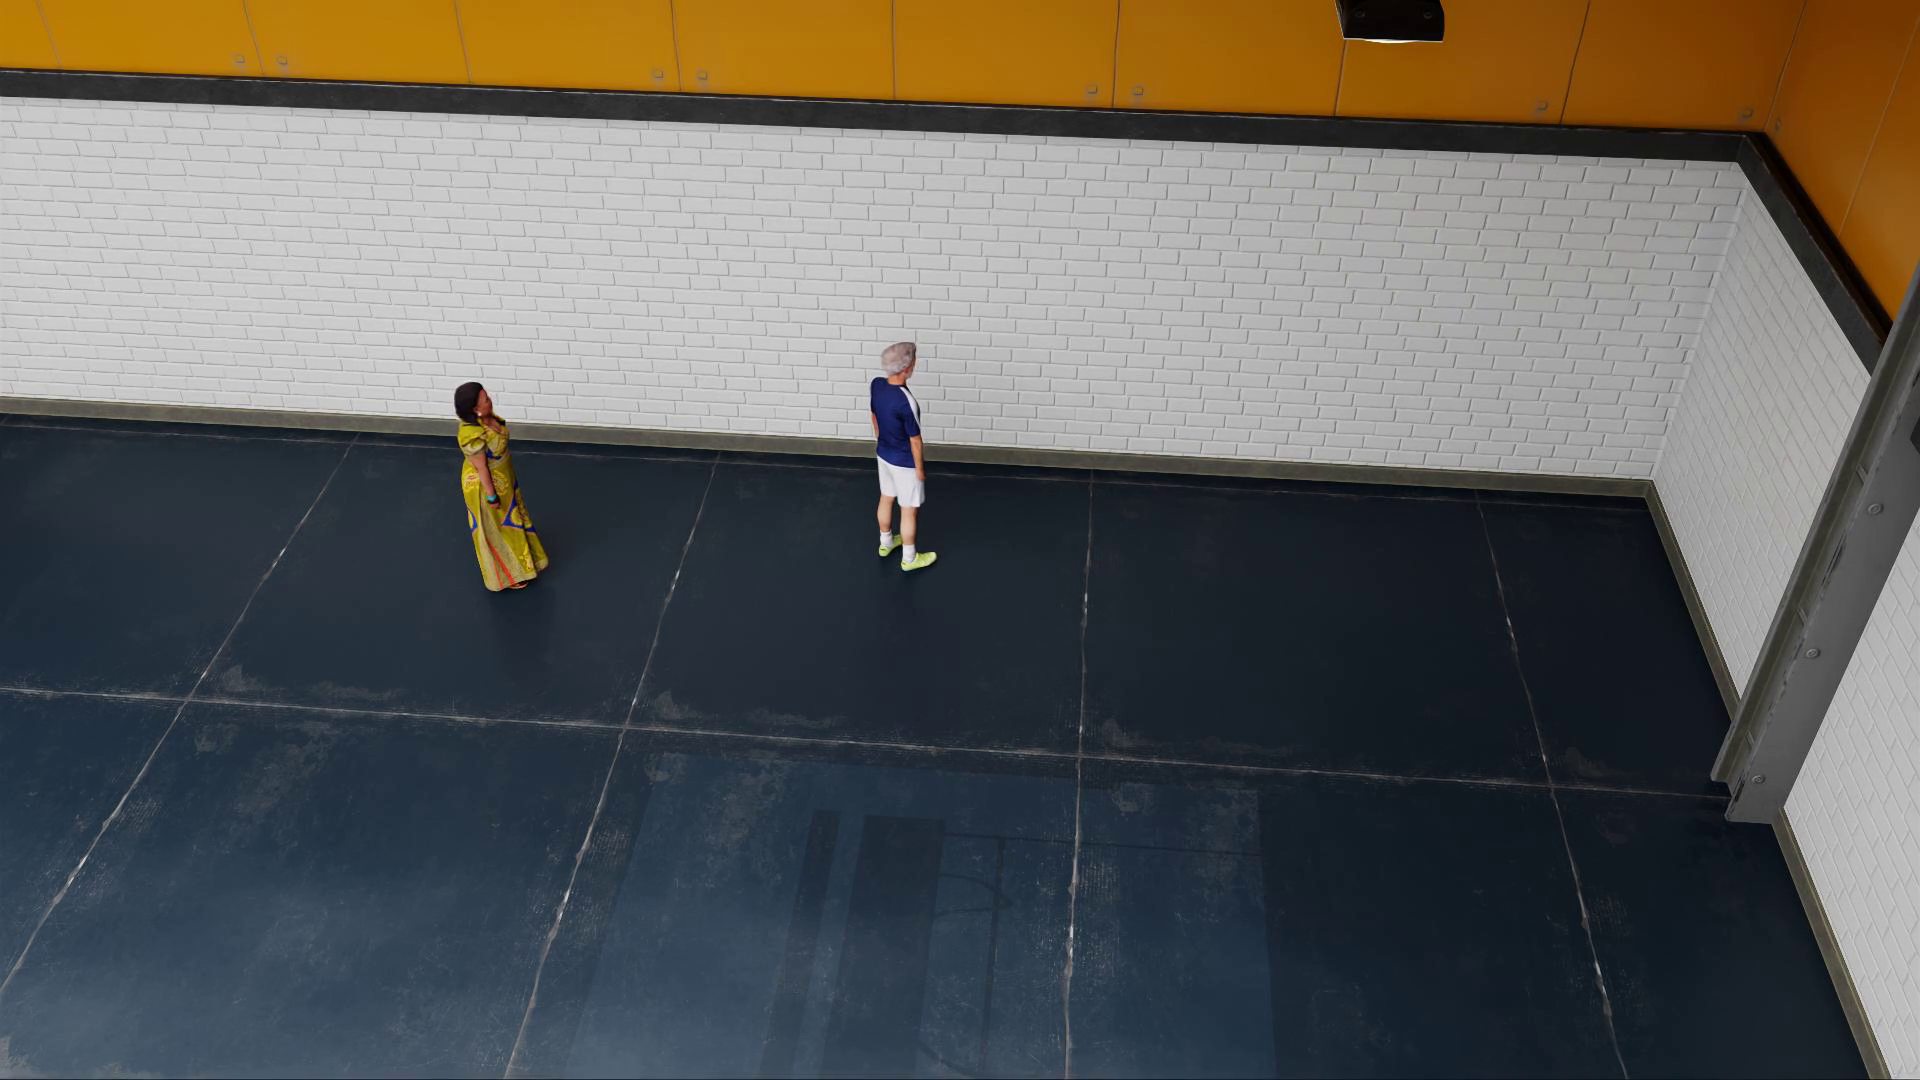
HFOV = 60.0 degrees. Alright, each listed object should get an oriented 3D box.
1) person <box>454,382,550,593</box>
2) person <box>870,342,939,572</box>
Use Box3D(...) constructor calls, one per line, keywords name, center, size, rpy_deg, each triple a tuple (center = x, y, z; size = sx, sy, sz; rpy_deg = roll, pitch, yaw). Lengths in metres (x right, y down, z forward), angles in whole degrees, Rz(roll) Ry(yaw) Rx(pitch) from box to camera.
Box3D(name="person", center=(-3.311, -0.405, 11.716), size=(0.994, 1.659, 0.823), rpy_deg=(-6, 39, -8))
Box3D(name="person", center=(-0.431, -0.595, 11.816), size=(0.770, 1.831, 0.717), rpy_deg=(-29, 47, -31))
